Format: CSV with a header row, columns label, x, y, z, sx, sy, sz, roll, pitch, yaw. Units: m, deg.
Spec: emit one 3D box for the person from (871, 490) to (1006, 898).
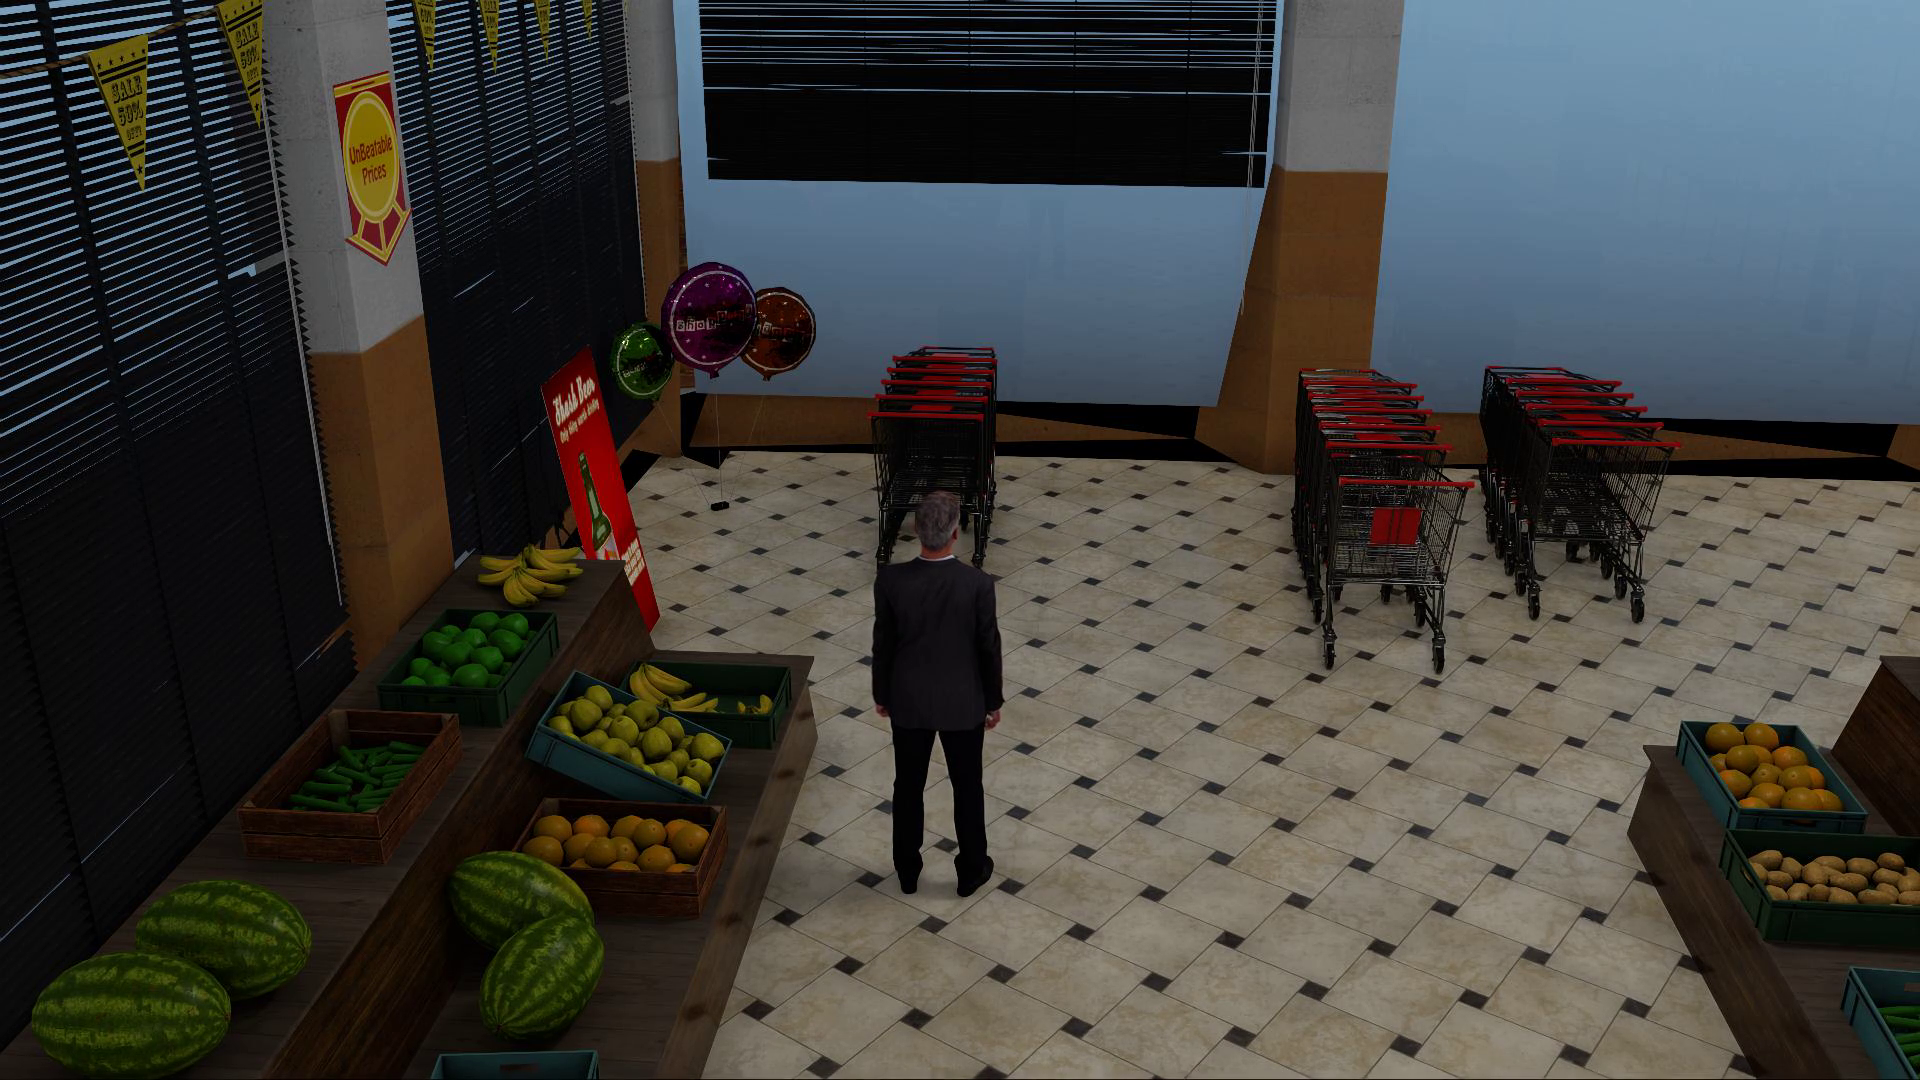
label,x,y,z,sx,sy,sz,roll,pitch,yaw
person,-0.094,0.657,7.021,0.720,1.841,0.573,3,22,6
